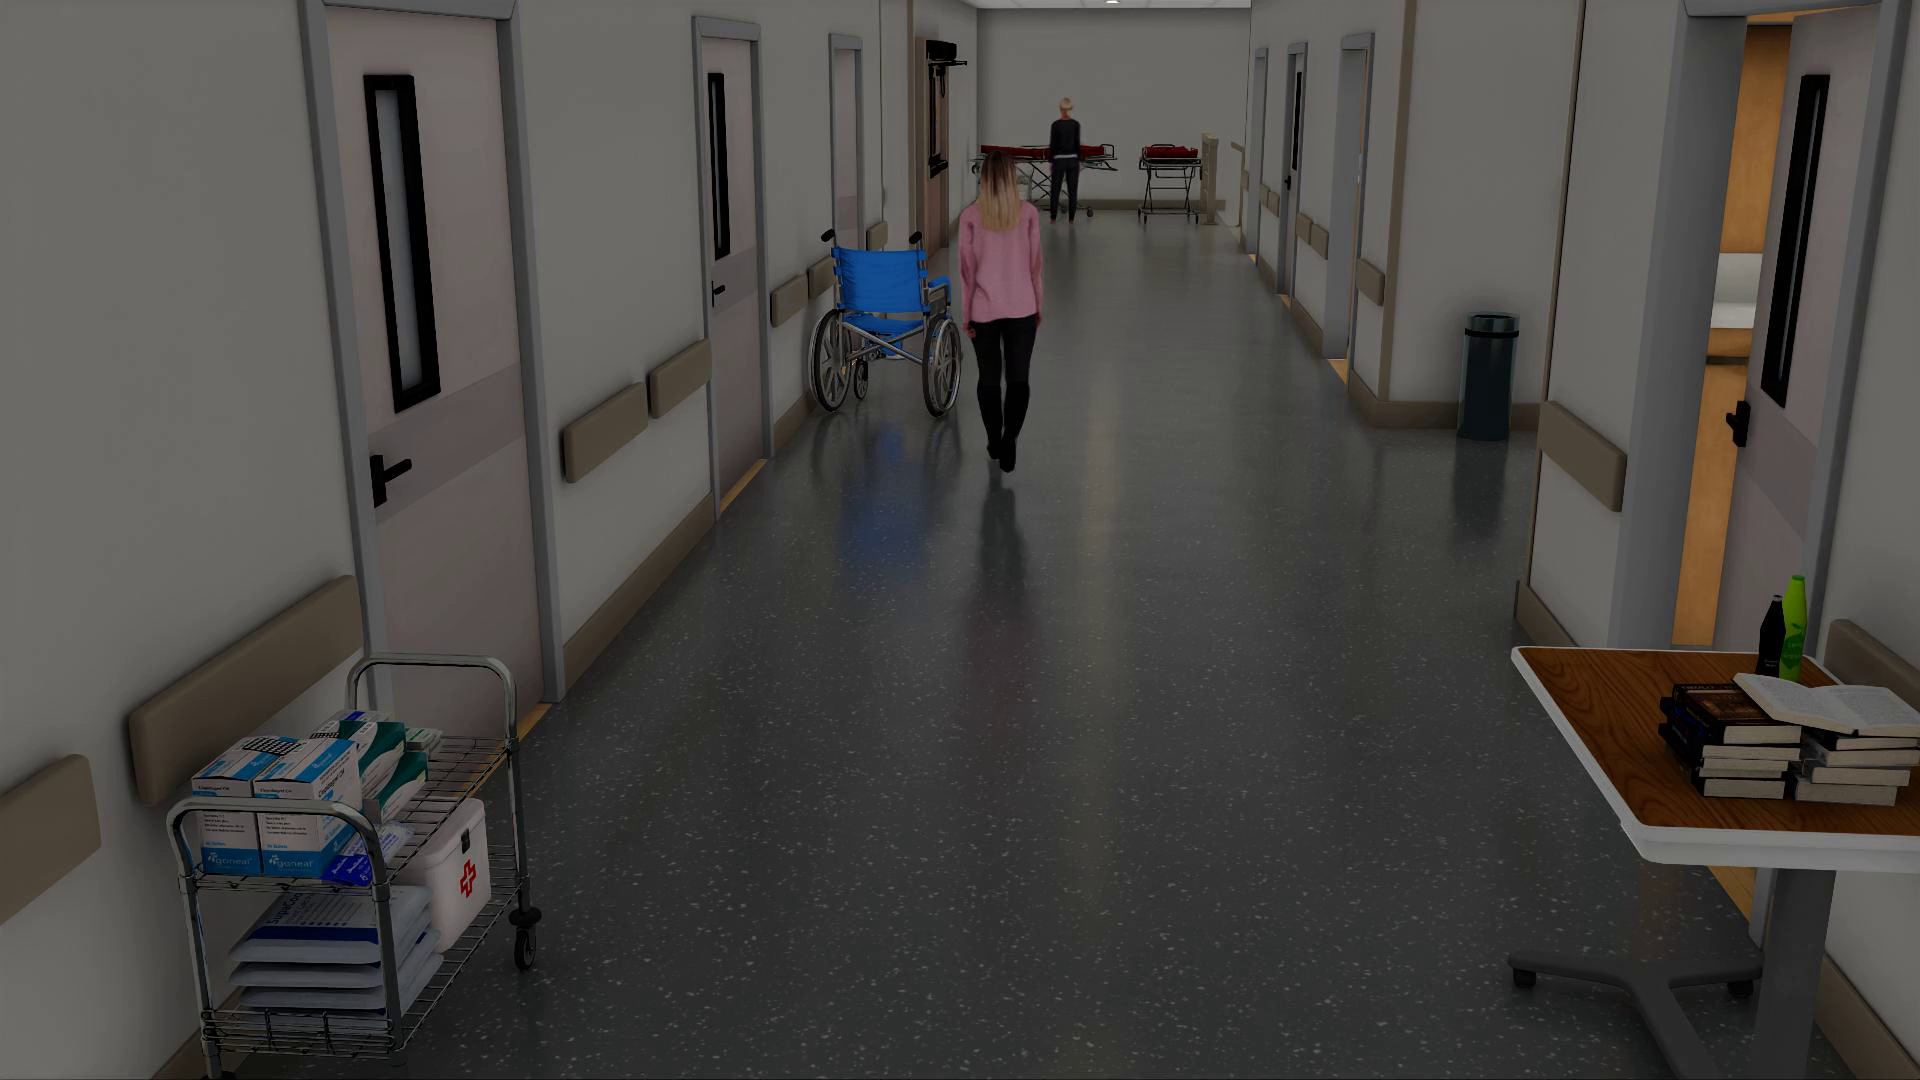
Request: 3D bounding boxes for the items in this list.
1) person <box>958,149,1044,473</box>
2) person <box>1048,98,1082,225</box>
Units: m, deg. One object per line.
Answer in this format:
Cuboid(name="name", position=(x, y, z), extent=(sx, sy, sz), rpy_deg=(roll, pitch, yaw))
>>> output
Cuboid(name="person", position=(0.225, -1.178, 8.732), extent=(0.626, 1.665, 1.063), rpy_deg=(0, 16, 1))
Cuboid(name="person", position=(1.488, -5.288, 23.204), extent=(0.644, 1.725, 0.595), rpy_deg=(-1, 16, -2))
